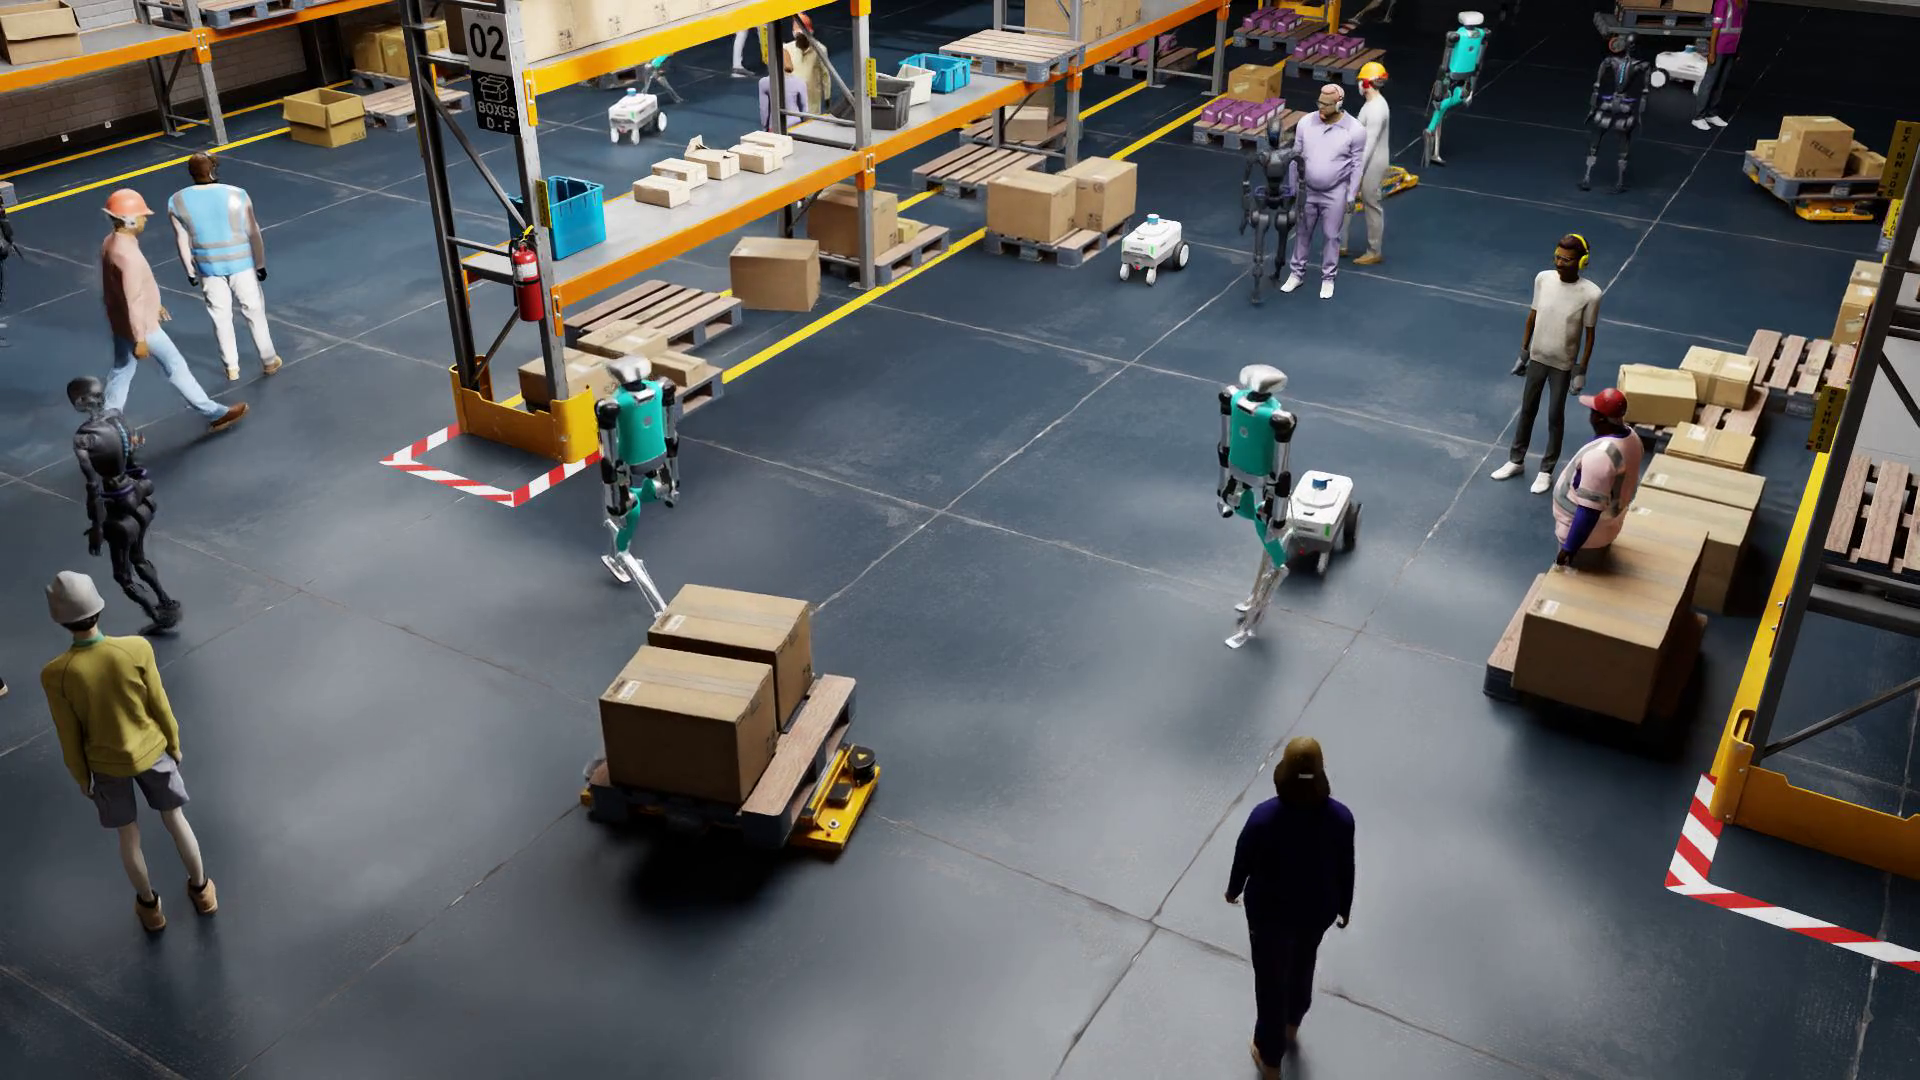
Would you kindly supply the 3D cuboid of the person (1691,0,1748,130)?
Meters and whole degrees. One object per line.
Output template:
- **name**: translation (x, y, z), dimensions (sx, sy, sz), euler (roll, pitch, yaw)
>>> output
- **person**: translation (8.995, -5.777, 19.557), dimensions (0.522, 1.845, 0.332), euler (-17, 34, -27)

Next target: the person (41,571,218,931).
- **person**: translation (-3.793, 0.987, 7.564), dimensions (0.481, 1.888, 0.403), euler (-18, 34, -28)

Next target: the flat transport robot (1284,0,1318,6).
- **flat transport robot**: translation (4.908, -8.628, 26.205), dimensions (1.431, 0.231, 0.659), euler (21, 36, 32)

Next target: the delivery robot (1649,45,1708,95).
- **delivery robot**: translation (9.295, -6.038, 21.324), dimensions (0.782, 0.586, 0.499), euler (25, 38, 37)

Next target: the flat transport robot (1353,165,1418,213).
- **flat transport robot**: translation (4.205, -3.752, 17.579), dimensions (0.659, 0.231, 1.431), euler (24, 37, 36)

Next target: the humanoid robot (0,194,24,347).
- **humanoid robot**: translation (-8.240, -2.472, 13.939), dimensions (0.536, 1.643, 0.612), euler (19, 35, 30)

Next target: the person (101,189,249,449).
- **person**: translation (-5.923, -1.585, 12.070), dimensions (1.071, 1.929, 0.620), euler (-25, 38, -36)

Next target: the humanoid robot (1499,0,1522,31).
- **humanoid robot**: translation (8.138, -8.305, 24.209), dimensions (0.600, 1.650, 0.476), euler (6, 30, 11)

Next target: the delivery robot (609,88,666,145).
- **delivery robot**: translation (-3.807, -4.975, 19.450), dimensions (0.499, 0.593, 0.797), euler (8, 30, 13)

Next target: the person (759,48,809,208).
- **person**: translation (-1.778, -4.193, 16.970), dimensions (0.496, 1.632, 0.291), euler (0, 29, 0)

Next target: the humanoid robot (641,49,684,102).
- **humanoid robot**: translation (-3.762, -6.130, 20.330), dimensions (0.545, 1.773, 0.959), euler (25, 38, 37)

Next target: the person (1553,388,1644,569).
- **person**: translation (3.588, -0.061, 9.541), dimensions (0.420, 1.751, 0.622), euler (21, 36, 33)

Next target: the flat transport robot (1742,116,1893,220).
- **flat transport robot**: translation (8.899, -3.642, 17.383), dimensions (0.659, 0.231, 1.431), euler (0, 29, 1)

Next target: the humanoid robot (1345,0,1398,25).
- **humanoid robot**: translation (6.184, -8.373, 24.281), dimensions (0.901, 1.750, 0.538), euler (22, 36, 33)

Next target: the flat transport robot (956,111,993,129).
- **flat transport robot**: translation (0.431, -5.211, 20.160), dimensions (0.659, 0.231, 1.431), euler (17, 34, 27)

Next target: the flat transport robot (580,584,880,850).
- **flat transport robot**: translation (-1.198, 1.252, 8.728), dimensions (1.431, 0.231, 0.659), euler (8, 30, 13)

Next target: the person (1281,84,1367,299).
- **person**: translation (3.205, -3.082, 14.734), dimensions (0.650, 1.904, 0.405), euler (14, 32, 23)

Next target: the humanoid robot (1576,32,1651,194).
- **humanoid robot**: translation (6.863, -4.472, 17.415), dimensions (0.594, 1.638, 0.373), euler (15, 33, 24)

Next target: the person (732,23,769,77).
- **person**: translation (-2.721, -7.104, 21.875), dimensions (0.559, 1.874, 0.991), euler (18, 34, 28)

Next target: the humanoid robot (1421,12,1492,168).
- **humanoid robot**: translation (5.295, -4.858, 18.183), dimensions (0.530, 1.888, 0.808), euler (-10, 31, -17)

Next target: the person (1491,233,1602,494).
- **person**: translation (4.078, -1.214, 11.463), dimensions (0.335, 1.873, 0.517), euler (-24, 37, -36)

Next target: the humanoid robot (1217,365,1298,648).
- **humanoid robot**: translation (1.873, -0.255, 9.910), dimensions (0.756, 1.790, 0.536), euler (-21, 36, -32)

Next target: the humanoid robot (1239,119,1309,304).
- **humanoid robot**: translation (2.802, -2.931, 14.752), dimensions (0.611, 1.634, 0.733), euler (7, 30, 12)

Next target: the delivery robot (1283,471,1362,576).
- **delivery robot**: translation (2.343, -0.158, 10.936), dimensions (0.499, 0.601, 0.796), euler (12, 32, 20)

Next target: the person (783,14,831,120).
- **person**: translation (-1.688, -4.818, 17.983), dimensions (0.584, 1.727, 0.626), euler (-6, 30, -11)

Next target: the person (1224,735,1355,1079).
- **person**: translation (1.364, 1.497, 6.926), dimensions (0.479, 1.595, 0.560), euler (-3, 30, -5)

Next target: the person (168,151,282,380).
- **person**: translation (-5.820, -2.163, 13.177), dimensions (0.623, 1.838, 0.431), euler (-8, 31, -14)

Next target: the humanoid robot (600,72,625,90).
- **humanoid robot**: translation (-4.452, -6.466, 20.995), dimensions (0.741, 1.882, 0.531), euler (-16, 33, -25)

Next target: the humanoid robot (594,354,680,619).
- **humanoid robot**: translation (-2.085, -0.365, 10.159), dimensions (1.026, 1.785, 0.536), euler (26, 38, 38)

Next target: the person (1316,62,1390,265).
- **person**: translation (3.706, -3.489, 15.506), dimensions (0.717, 1.851, 0.562), euler (1, 29, 1)

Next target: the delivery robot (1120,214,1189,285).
- **delivery robot**: translation (1.788, -2.736, 15.492), dimensions (0.499, 0.595, 0.792), euler (15, 33, 25)

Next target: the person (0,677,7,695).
- **person**: translation (-5.737, 0.026, 9.181), dimensions (0.367, 1.959, 0.604), euler (-20, 35, -31)

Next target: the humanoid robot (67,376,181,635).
- **humanoid robot**: translation (-4.984, -0.191, 9.861), dimensions (0.373, 1.657, 0.608), euler (1, 29, 1)
